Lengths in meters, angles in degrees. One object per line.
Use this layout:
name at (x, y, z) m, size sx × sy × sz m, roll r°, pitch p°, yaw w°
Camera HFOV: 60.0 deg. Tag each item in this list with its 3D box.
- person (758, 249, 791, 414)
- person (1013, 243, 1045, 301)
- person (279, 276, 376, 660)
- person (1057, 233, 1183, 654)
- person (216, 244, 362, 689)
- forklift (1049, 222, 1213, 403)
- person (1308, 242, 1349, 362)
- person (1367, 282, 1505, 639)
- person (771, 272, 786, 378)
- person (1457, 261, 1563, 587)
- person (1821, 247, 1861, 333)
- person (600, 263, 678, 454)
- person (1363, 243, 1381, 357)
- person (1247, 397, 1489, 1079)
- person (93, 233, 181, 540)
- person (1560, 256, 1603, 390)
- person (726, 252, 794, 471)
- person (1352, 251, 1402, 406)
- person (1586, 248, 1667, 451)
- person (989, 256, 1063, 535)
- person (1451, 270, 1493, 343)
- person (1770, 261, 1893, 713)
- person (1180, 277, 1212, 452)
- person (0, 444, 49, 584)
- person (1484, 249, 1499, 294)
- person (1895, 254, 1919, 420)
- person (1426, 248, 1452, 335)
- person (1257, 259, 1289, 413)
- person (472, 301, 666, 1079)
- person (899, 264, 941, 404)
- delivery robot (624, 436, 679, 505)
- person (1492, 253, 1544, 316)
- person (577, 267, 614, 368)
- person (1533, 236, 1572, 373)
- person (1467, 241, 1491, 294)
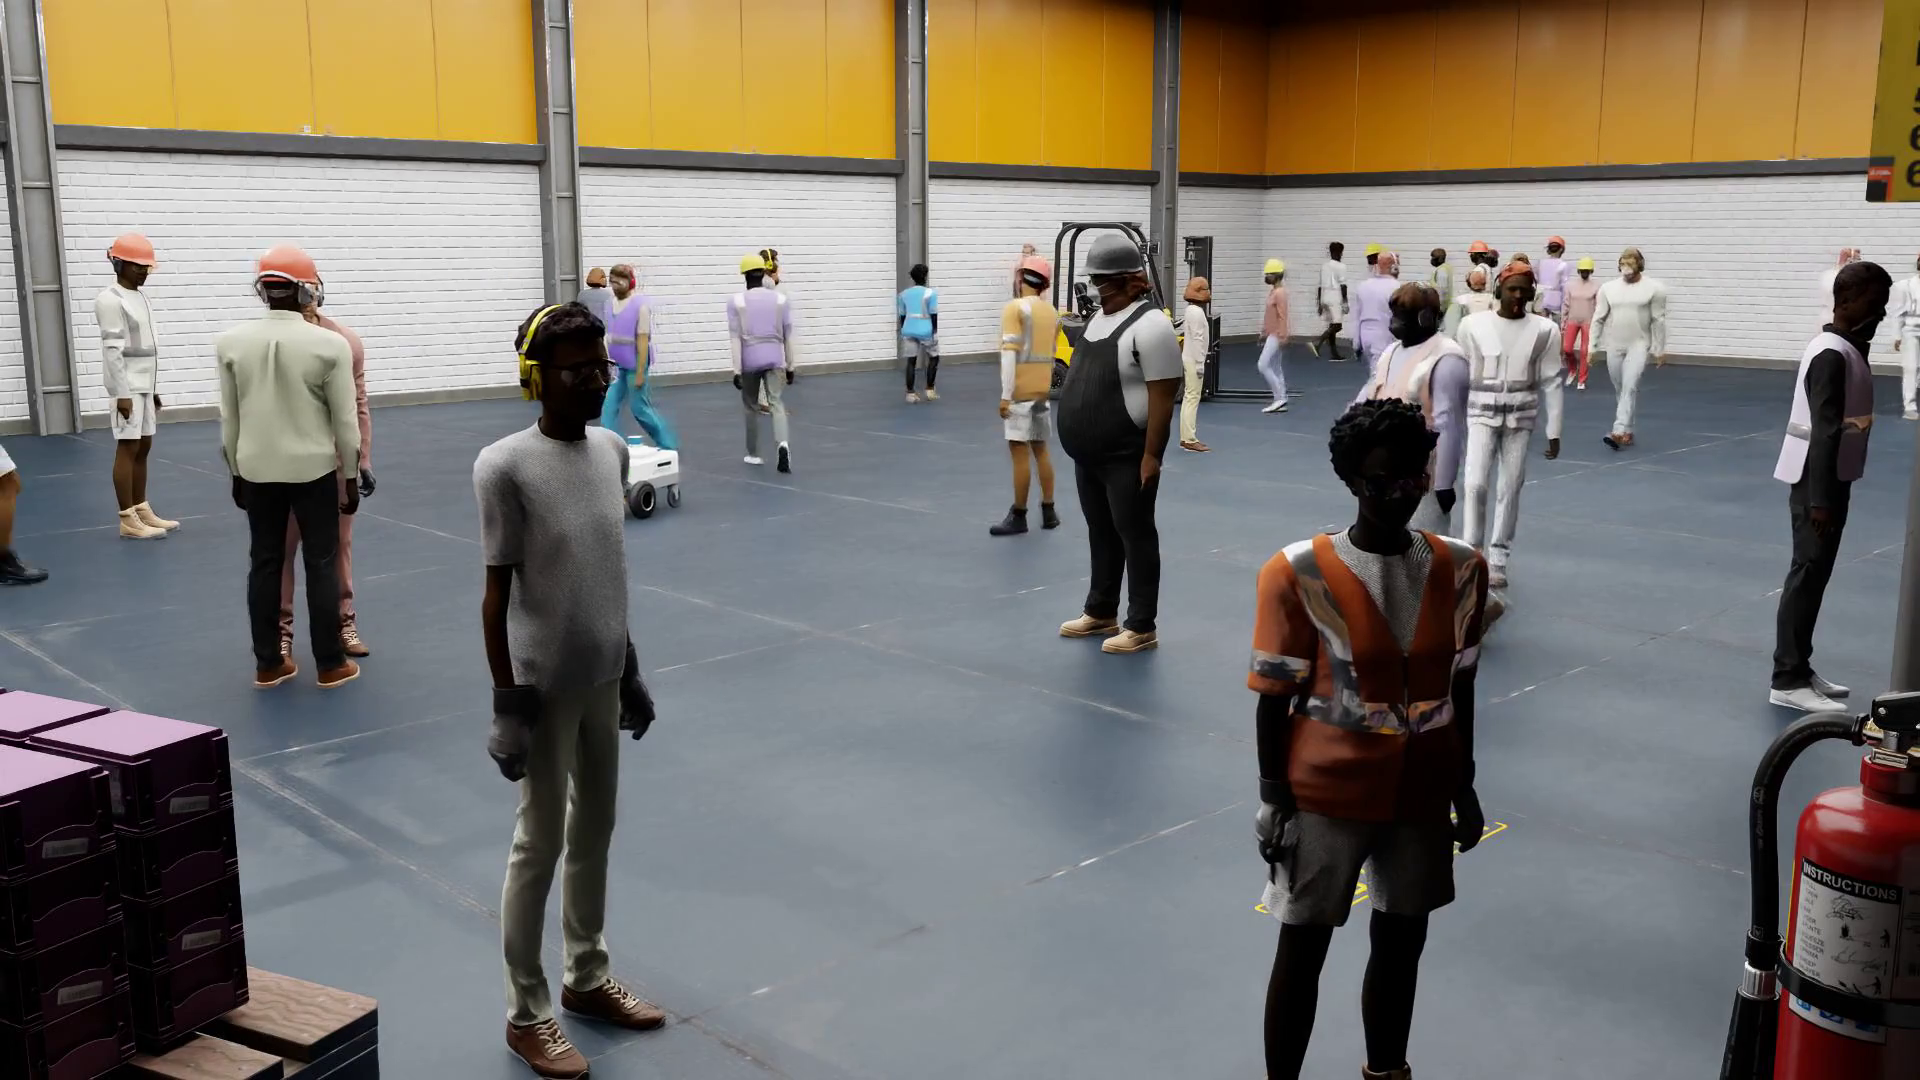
person at (-2.171, -2.366, 18.916) m, size 0.328 × 1.872 × 0.514 m, roll -6°, pitch 12°, yaw -32°
person at (1.066, -3.680, 25.991) m, size 0.441 × 1.893 × 0.675 m, roll -9°, pitch 14°, yaw -42°
person at (-3.095, -0.359, 7.878) m, size 0.639 × 1.905 × 0.407 m, roll -7°, pitch 13°, yaw -34°
person at (0.731, -0.472, 8.116) m, size 0.536 × 2.000 × 0.688 m, roll -5°, pitch 12°, yaw -27°
person at (-2.974, -0.318, 7.448) m, size 0.628 × 1.985 × 0.421 m, roll 0°, pitch 10°, yaw -2°
forklift at (1.935, -2.847, 20.651) m, size 2.313 × 2.155 × 1.214 m, roll 2°, pitch 11°, yaw 13°
person at (5.883, -3.795, 26.560) m, size 0.708 × 1.928 × 0.663 m, roll -5°, pitch 11°, yaw -23°
person at (2.265, -0.342, 8.064) m, size 0.876 × 1.812 × 0.633 m, roll -4°, pitch 11°, yaw -19°
person at (-2.476, -2.770, 21.796) m, size 0.394 × 1.622 × 0.521 m, roll 9°, pitch 13°, yaw 39°
person at (3.100, -0.633, 9.438) m, size 0.615 × 1.872 × 0.598 m, roll 2°, pitch 11°, yaw 13°
person at (10.378, -2.516, 19.686) m, size 0.464 × 1.888 × 0.677 m, roll 3°, pitch 11°, yaw 14°
person at (-2.833, -1.483, 14.339) m, size 0.636 × 1.799 × 0.875 m, roll 9°, pitch 14°, yaw 42°
person at (6.863, -3.964, 27.564) m, size 0.585 × 1.899 × 0.595 m, roll -1°, pitch 10°, yaw -6°
person at (0.864, 0.542, 3.525) m, size 0.542 × 1.695 × 0.316 m, roll -2°, pitch 11°, yaw -13°
person at (-5.502, -1.022, 11.144) m, size 0.402 × 2.033 × 0.605 m, roll -1°, pitch 10°, yaw -5°
person at (8.165, -2.846, 21.843) m, size 0.538 × 1.750 × 0.366 m, roll 5°, pitch 12°, yaw 27°
person at (-1.705, -1.545, 14.408) m, size 0.596 × 1.891 × 0.918 m, roll -4°, pitch 11°, yaw -23°
person at (4.277, -2.013, 17.024) m, size 0.947 × 1.870 × 0.653 m, roll -6°, pitch 12°, yaw -29°
person at (6.273, -1.794, 15.731) m, size 0.652 × 1.887 × 1.000 m, roll 9°, pitch 14°, yaw 41°
person at (0.420, -0.984, 11.368) m, size 0.371 × 1.888 × 0.705 m, roll 8°, pitch 13°, yaw 39°
person at (5.732, -2.178, 18.548) m, size 0.524 × 1.634 × 0.315 m, roll 0°, pitch 10°, yaw 2°
person at (3.705, -0.227, 7.140) m, size 0.377 × 1.908 × 0.592 m, roll 6°, pitch 12°, yaw 31°
person at (2.228, -1.654, 15.667) m, size 0.277 × 1.636 × 0.507 m, roll 0°, pitch 10°, yaw 0°
person at (-5.630, -0.675, 9.557) m, size 0.711 × 1.907 × 0.564 m, roll -10°, pitch 14°, yaw -42°
person at (8.038, -3.490, 25.217) m, size 0.883 × 1.801 × 0.649 m, roll 4°, pitch 11°, yaw 22°
person at (10.591, -2.269, 18.383) m, size 0.584 × 1.868 × 0.516 m, roll 1°, pitch 10°, yaw 4°
person at (7.441, -3.652, 26.075) m, size 0.548 × 1.816 × 0.723 m, roll 3°, pitch 11°, yaw 17°
person at (3.576, -2.316, 18.964) m, size 0.390 × 1.750 × 0.530 m, roll 1°, pitch 10°, yaw 5°
person at (-0.948, 0.357, 4.067) m, size 0.309 × 1.868 × 0.535 m, roll 5°, pitch 12°, yaw 27°
person at (-0.452, -2.490, 20.086) m, size 0.556 × 1.675 × 0.594 m, roll 5°, pitch 12°, yaw 27°
delivery robot at (-2.365, -0.518, 12.145) m, size 0.477 × 0.478 × 0.707 m, roll 5°, pitch 11°, yaw 23°
person at (5.651, -1.989, 16.926) m, size 0.508 × 1.846 × 0.345 m, roll 3°, pitch 11°, yaw 17°
person at (-4.411, -2.497, 20.270) m, size 0.502 × 1.632 × 0.278 m, roll 2°, pitch 11°, yaw 11°
person at (8.792, -3.482, 24.646) m, size 0.608 × 1.996 × 0.812 m, roll 9°, pitch 14°, yaw 42°
person at (7.623, -3.432, 24.539) m, size 0.365 × 1.939 × 0.542 m, roll 5°, pitch 12°, yaw 27°
